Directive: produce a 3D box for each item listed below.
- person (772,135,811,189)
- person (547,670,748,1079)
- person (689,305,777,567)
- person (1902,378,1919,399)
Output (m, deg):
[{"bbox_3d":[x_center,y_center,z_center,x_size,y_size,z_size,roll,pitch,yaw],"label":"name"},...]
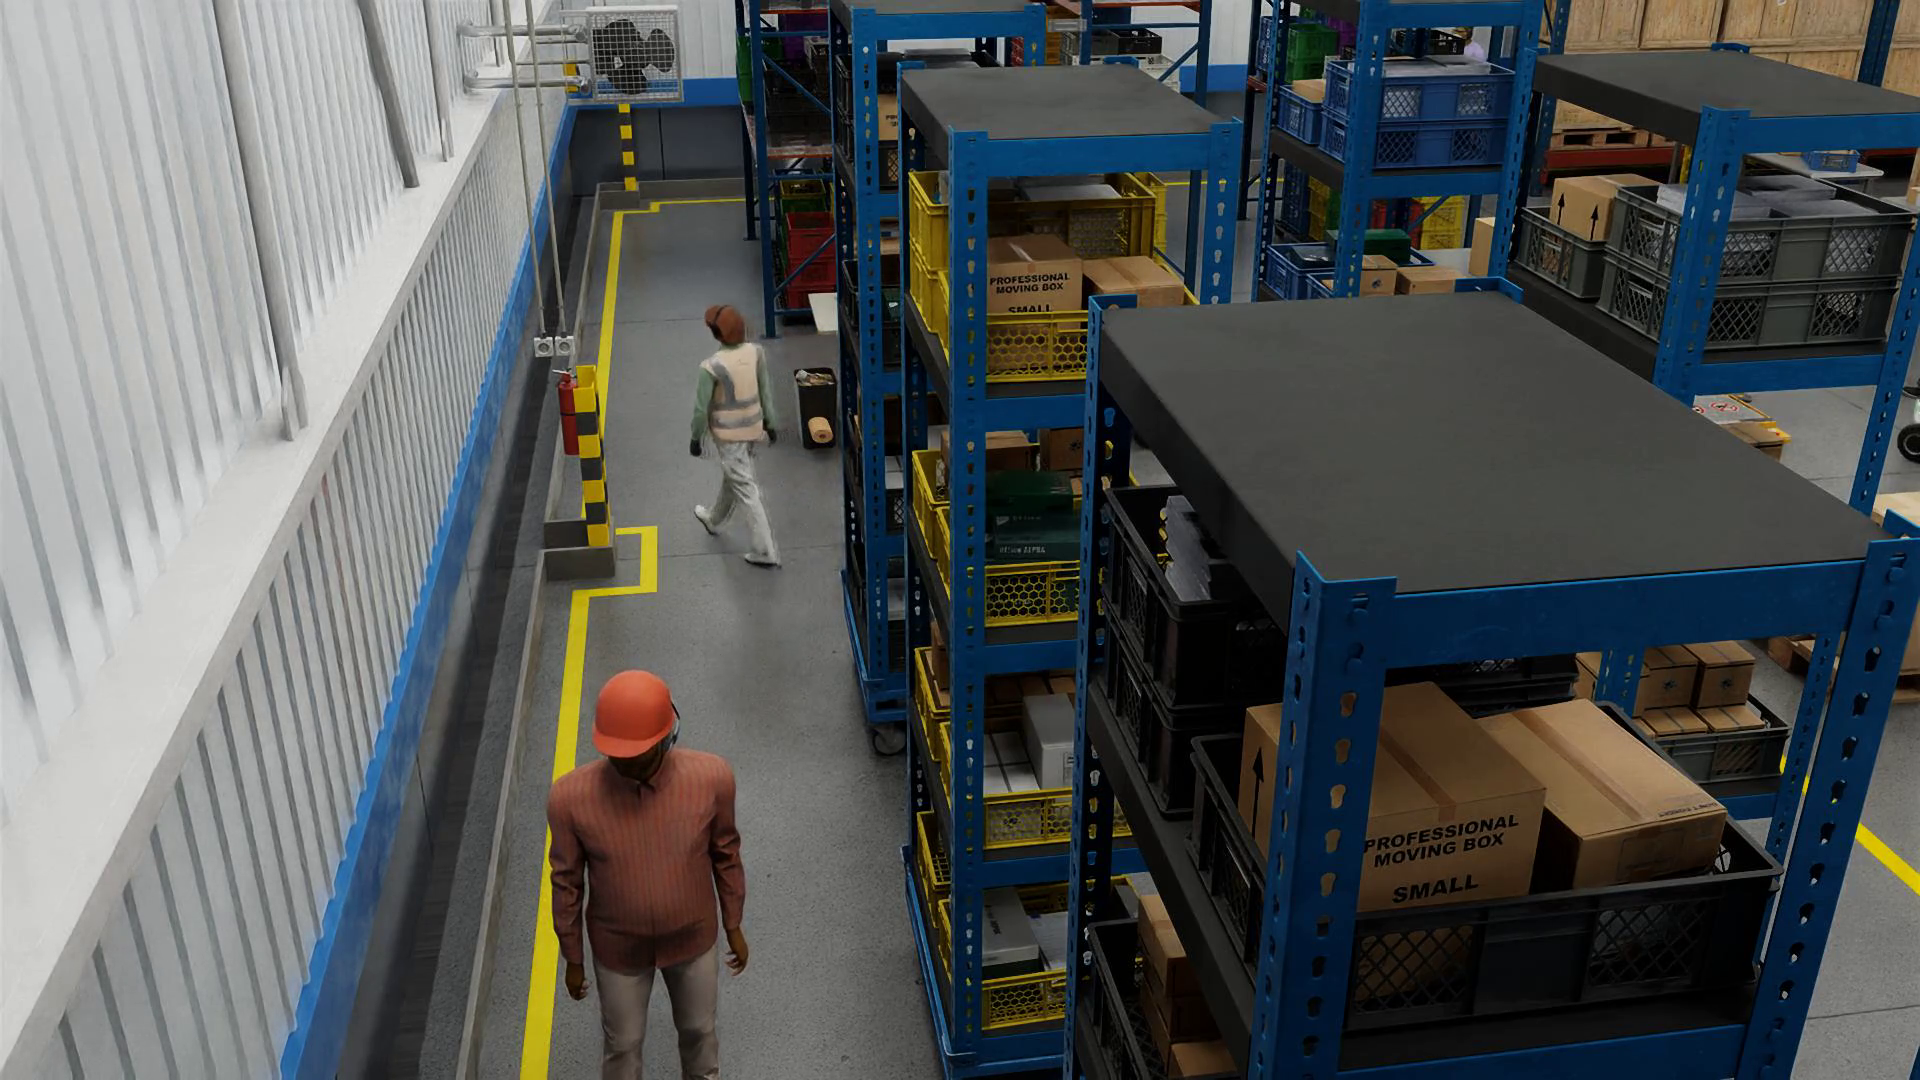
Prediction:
[{"bbox_3d":[-1.916,-4.795,18.786,0.507,1.880,0.656,-10,27,-22],"label":"person"},{"bbox_3d":[-0.993,1.293,5.410,0.622,1.990,0.388,-8,26,-16],"label":"person"},{"bbox_3d":[-1.417,-0.657,10.115,0.850,1.590,0.524,17,30,33],"label":"person"},{"bbox_3d":[7.607,-1.962,12.675,0.590,1.833,0.404,-19,31,-35],"label":"person"}]
